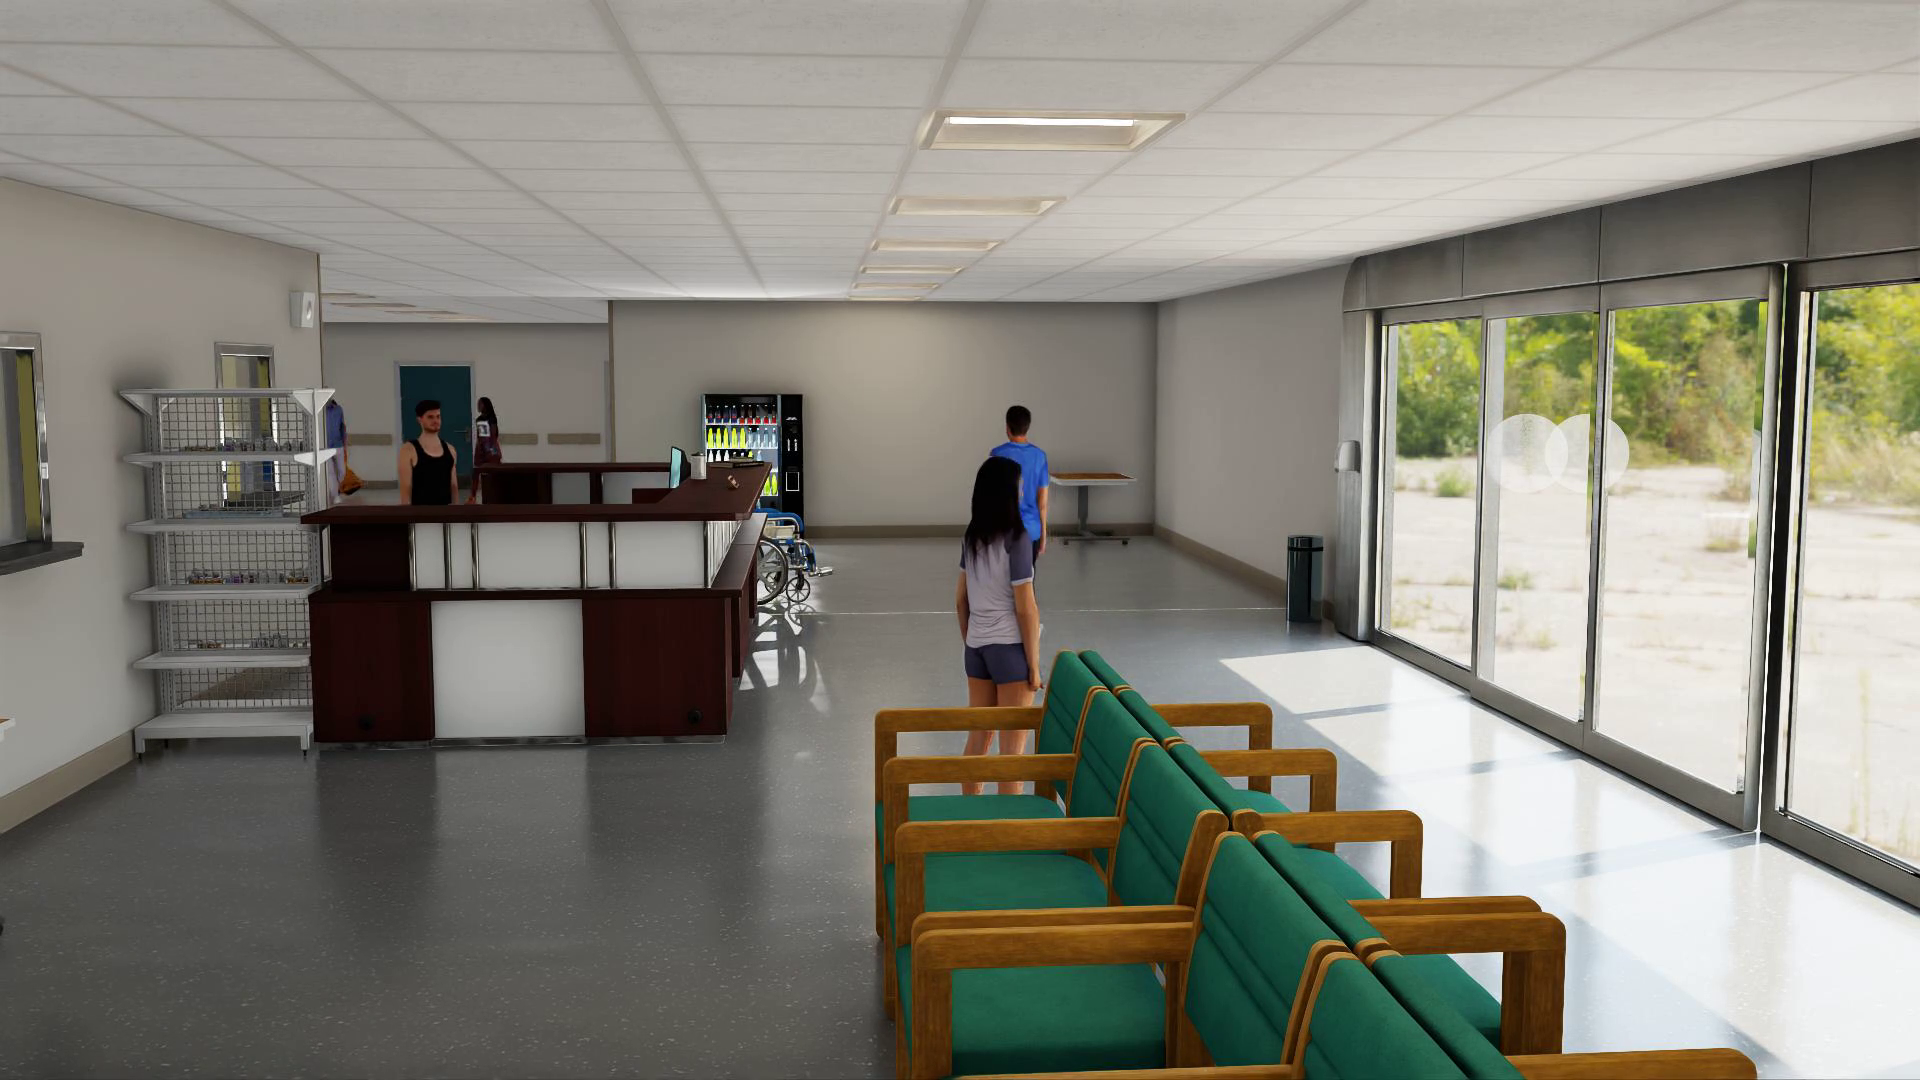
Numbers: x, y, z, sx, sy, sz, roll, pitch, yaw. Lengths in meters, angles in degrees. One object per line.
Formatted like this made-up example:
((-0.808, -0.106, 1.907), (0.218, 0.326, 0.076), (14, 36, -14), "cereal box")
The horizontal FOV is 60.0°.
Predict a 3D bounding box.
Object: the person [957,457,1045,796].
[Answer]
((0.173, 0.501, 7.258), (0.683, 1.734, 0.657), (-5, 8, -41), "person")

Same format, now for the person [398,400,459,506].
((-4.188, -0.152, 13.022), (0.881, 1.878, 0.808), (6, 8, 45), "person")

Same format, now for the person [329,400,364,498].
((-10.451, -1.526, 27.809), (1.130, 1.652, 0.722), (0, 6, 1), "person")

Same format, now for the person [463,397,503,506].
((-7.157, -1.305, 25.466), (1.187, 1.682, 1.079), (3, 6, 26), "person")

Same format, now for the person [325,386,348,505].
((-9.986, -1.484, 26.321), (0.884, 1.867, 0.934), (-5, 8, -42), "person")

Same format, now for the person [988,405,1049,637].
((0.423, -0.008, 11.752), (1.022, 1.847, 0.869), (-2, 6, -21), "person")
